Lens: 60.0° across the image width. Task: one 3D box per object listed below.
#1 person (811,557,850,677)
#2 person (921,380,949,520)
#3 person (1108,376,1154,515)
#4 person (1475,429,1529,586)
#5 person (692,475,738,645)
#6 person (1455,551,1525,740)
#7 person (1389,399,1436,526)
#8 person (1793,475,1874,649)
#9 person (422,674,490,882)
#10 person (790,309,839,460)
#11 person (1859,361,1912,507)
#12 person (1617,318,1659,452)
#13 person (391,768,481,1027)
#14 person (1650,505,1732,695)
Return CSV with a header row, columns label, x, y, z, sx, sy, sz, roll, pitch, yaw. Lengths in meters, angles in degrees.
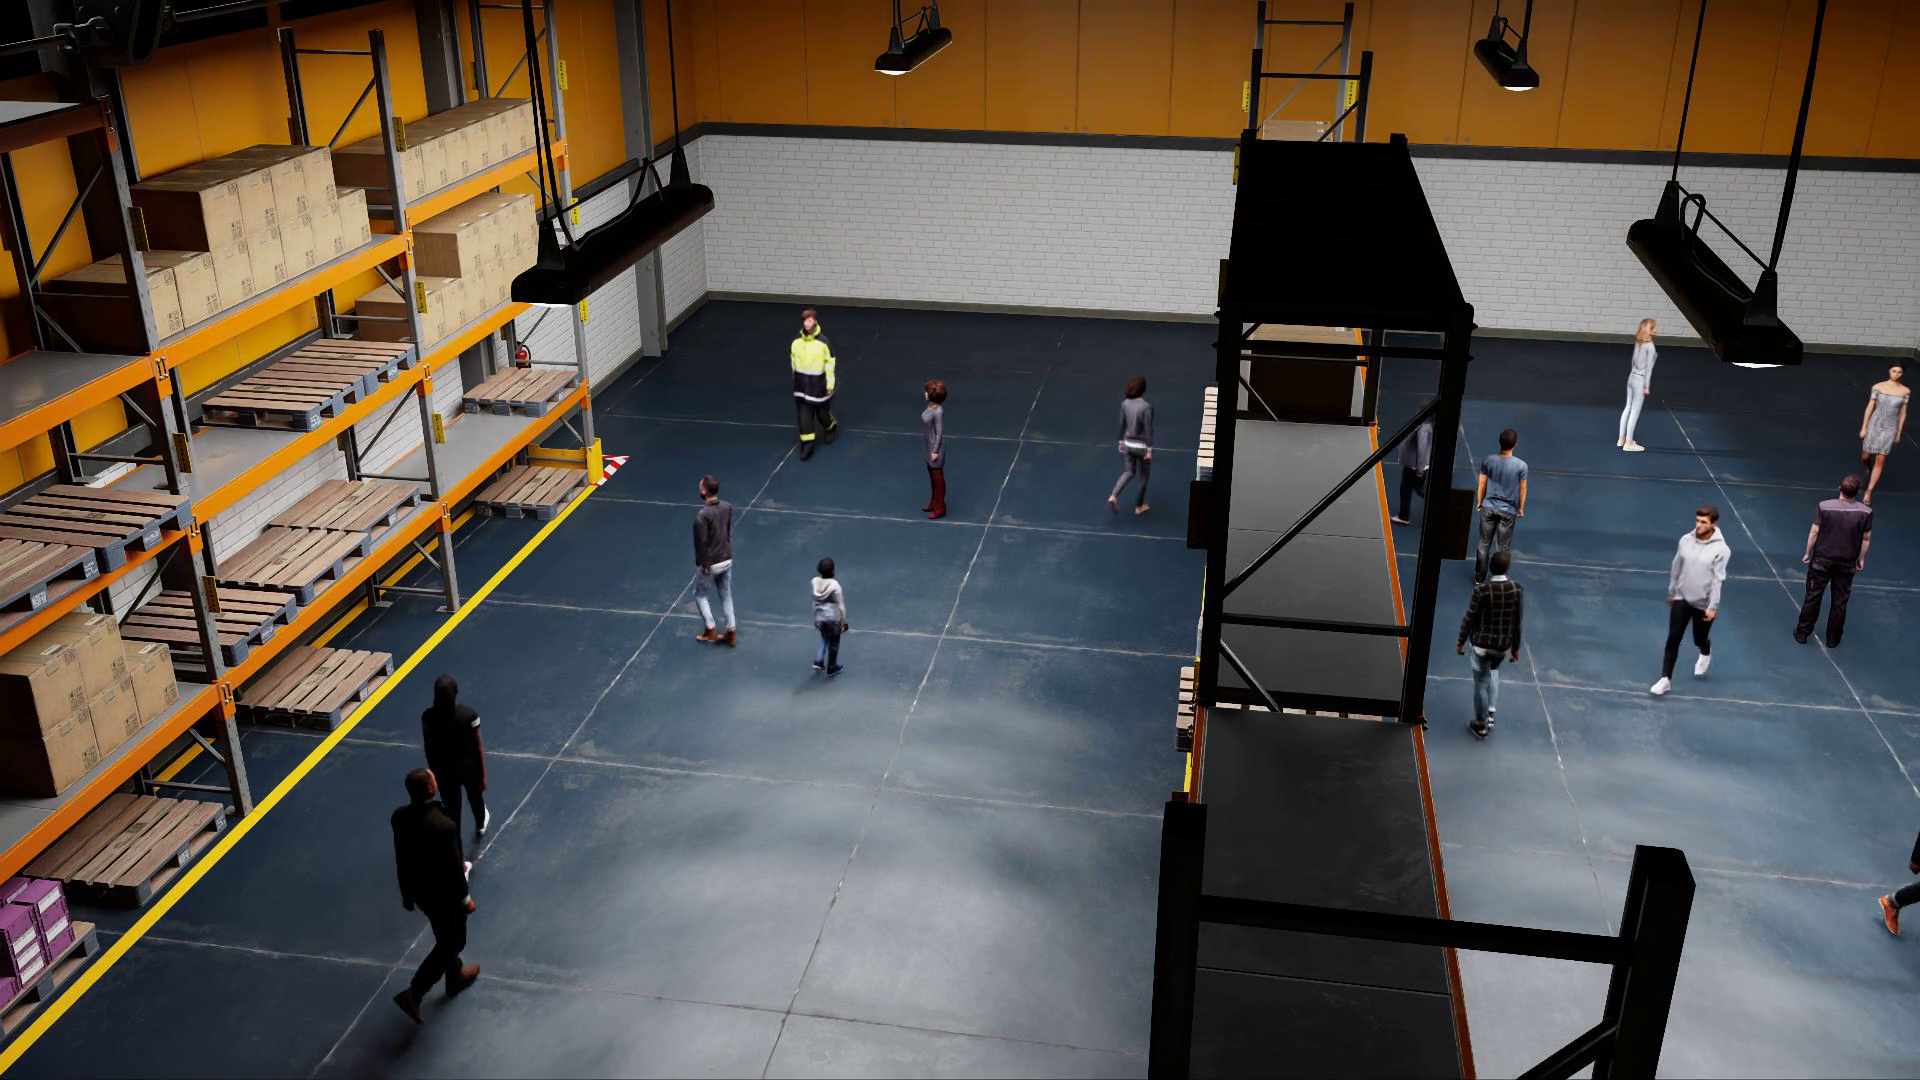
label,x,y,z,sx,sy,sz,roll,pitch,yaw
person,-1.316,0.773,16.240,0.570,1.251,0.624,15,28,30
person,-0.298,-1.103,19.959,0.711,1.710,0.587,-6,24,-13
person,2.070,-1.095,19.888,0.875,1.752,1.001,20,30,38
person,5.875,-0.346,18.103,0.714,1.810,0.646,11,26,24
person,-2.399,0.242,16.742,0.849,1.822,0.742,15,28,31
person,4.833,0.992,15.043,0.771,1.810,0.738,-2,24,-5
person,5.494,-0.891,19.641,0.923,1.577,0.951,14,27,29
person,8.837,0.201,16.806,0.760,1.846,0.675,10,25,21
person,-3.986,1.896,13.134,0.867,1.682,1.224,-3,24,-7
person,-1.905,-2.094,21.918,0.824,1.957,1.169,6,24,13
person,11.286,-1.338,20.382,0.767,1.803,1.015,10,26,22
person,9.006,-2.076,22.079,0.691,1.796,0.514,-1,24,-3
person,-3.688,2.479,11.545,0.913,1.887,1.179,12,26,26
person,7.091,0.551,15.933,1.080,1.903,1.248,22,32,40
